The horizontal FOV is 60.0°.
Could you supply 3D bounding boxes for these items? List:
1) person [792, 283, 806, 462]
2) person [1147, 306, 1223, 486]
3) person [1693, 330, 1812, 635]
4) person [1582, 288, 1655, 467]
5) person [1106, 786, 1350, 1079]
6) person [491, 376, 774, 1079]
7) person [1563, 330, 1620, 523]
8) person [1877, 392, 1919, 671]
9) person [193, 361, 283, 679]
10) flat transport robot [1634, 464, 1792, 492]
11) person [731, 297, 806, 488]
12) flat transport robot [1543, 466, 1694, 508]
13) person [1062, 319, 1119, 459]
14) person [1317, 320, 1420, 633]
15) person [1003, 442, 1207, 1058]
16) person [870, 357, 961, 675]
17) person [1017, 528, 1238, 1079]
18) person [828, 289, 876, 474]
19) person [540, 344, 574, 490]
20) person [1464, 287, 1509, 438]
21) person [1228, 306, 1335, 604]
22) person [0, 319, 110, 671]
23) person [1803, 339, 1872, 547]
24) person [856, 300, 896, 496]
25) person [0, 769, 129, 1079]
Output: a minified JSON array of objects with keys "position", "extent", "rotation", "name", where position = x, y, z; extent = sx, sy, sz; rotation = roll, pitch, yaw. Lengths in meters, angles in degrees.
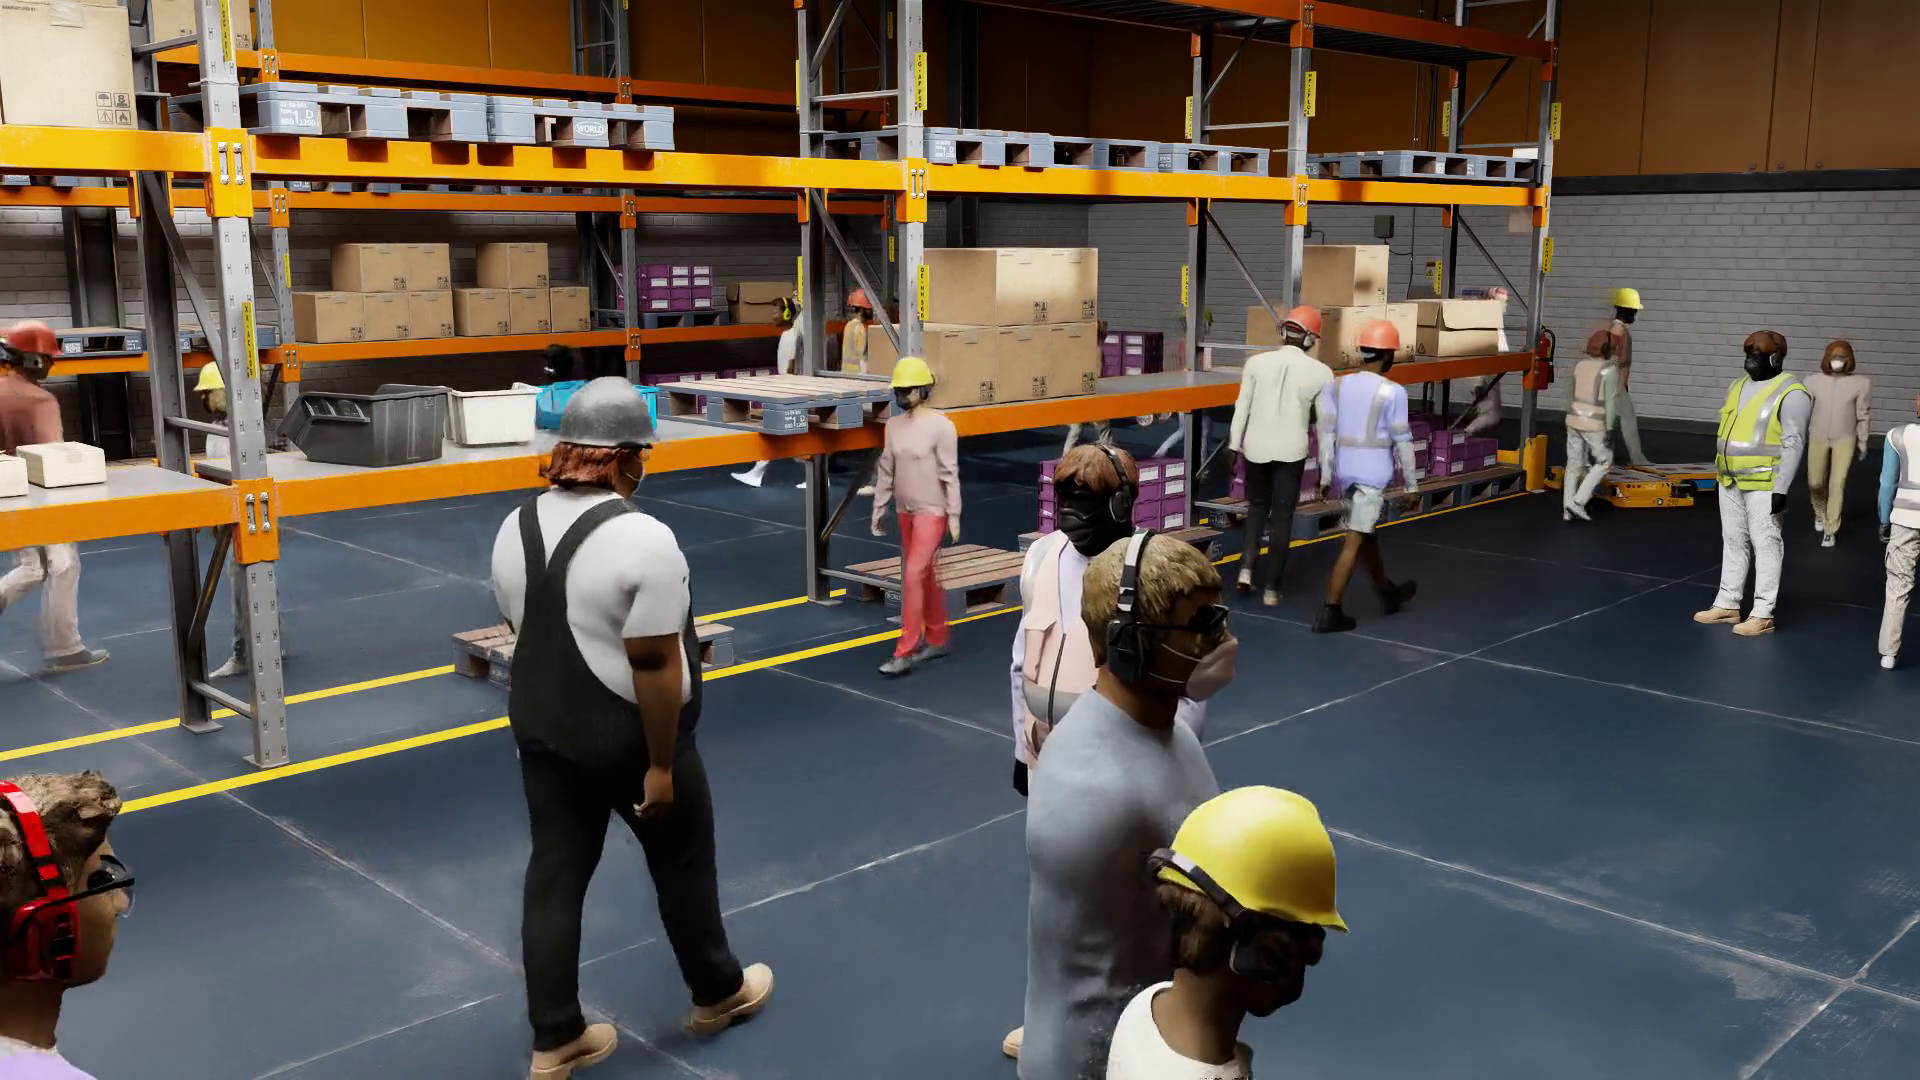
[{"position":[-1.625,-1.795,17.721],"extent":[0.373,1.936,0.629],"rotation":[-2,11,-10],"name":"person"},{"position":[2.176,-1.369,15.923],"extent":[0.690,1.751,0.526],"rotation":[-5,11,-24],"name":"person"},{"position":[4.809,-0.350,10.098],"extent":[0.429,1.844,0.627],"rotation":[-3,11,-15],"name":"person"},{"position":[6.661,-1.586,16.773],"extent":[0.921,1.872,0.593],"rotation":[1,10,7],"name":"person"},{"position":[0.221,1.166,2.200],"extent":[0.829,1.715,0.548],"rotation":[0,10,1],"name":"person"},{"position":[-0.947,0.511,4.858],"extent":[0.700,2.000,0.909],"rotation":[7,12,32],"name":"person"},{"position":[5.246,-0.932,13.827],"extent":[0.363,1.621,0.554],"rotation":[-4,11,-21],"name":"person"},{"position":[5.291,-0.066,9.096],"extent":[0.514,1.642,0.310],"rotation":[10,14,43],"name":"person"},{"position":[-3.991,-0.120,9.172],"extent":[0.414,1.748,0.498],"rotation":[-10,15,-44],"name":"person"},{"position":[6.976,-0.581,15.642],"extent":[1.431,0.197,0.652],"rotation":[-2,11,-9],"name":"flat transport robot"},{"position":[-1.704,-1.368,15.727],"extent":[0.963,1.821,0.509],"rotation":[-5,11,-23],"name":"person"},{"position":[6.000,-0.503,15.215],"extent":[0.652,0.197,1.431],"rotation":[-2,11,-9],"name":"flat transport robot"},{"position":[1.341,-1.346,16.206],"extent":[0.836,1.594,0.515],"rotation":[-4,11,-22],"name":"person"},{"position":[2.567,-0.394,10.201],"extent":[0.986,1.883,0.570],"rotation":[-7,12,-33],"name":"person"},{"position":[0.386,0.638,4.708],"extent":[0.629,1.842,0.429],"rotation":[9,14,41],"name":"person"},{"position":[-0.307,-0.126,9.156],"extent":[0.762,1.737,0.541],"rotation":[-10,14,-43],"name":"person"},{"position":[0.291,0.935,2.825],"extent":[0.372,1.940,0.627],"rotation":[3,11,14],"name":"person"},{"position":[-0.975,-1.600,16.824],"extent":[1.008,1.869,0.557],"rotation":[-3,11,-16],"name":"person"},{"position":[-2.697,-0.556,11.696],"extent":[0.606,1.649,0.552],"rotation":[-6,12,-29],"name":"person"},{"position":[5.406,-1.668,17.178],"extent":[0.499,1.886,0.663],"rotation":[3,11,17],"name":"person"},{"position":[2.128,-0.560,10.991],"extent":[0.641,1.938,0.638],"rotation":[4,11,23],"name":"person"},{"position":[-5.098,-0.209,9.025],"extent":[0.626,1.961,0.686],"rotation":[6,12,31],"name":"person"},{"position":[6.877,-0.784,13.111],"extent":[0.509,1.611,0.713],"rotation":[7,13,34],"name":"person"},{"position":[-0.622,-1.347,15.626],"extent":[0.881,1.820,0.522],"rotation":[-8,13,-38],"name":"person"},{"position":[-1.083,1.162,1.995],"extent":[0.587,1.791,0.989],"rotation":[9,14,40],"name":"person"}]
